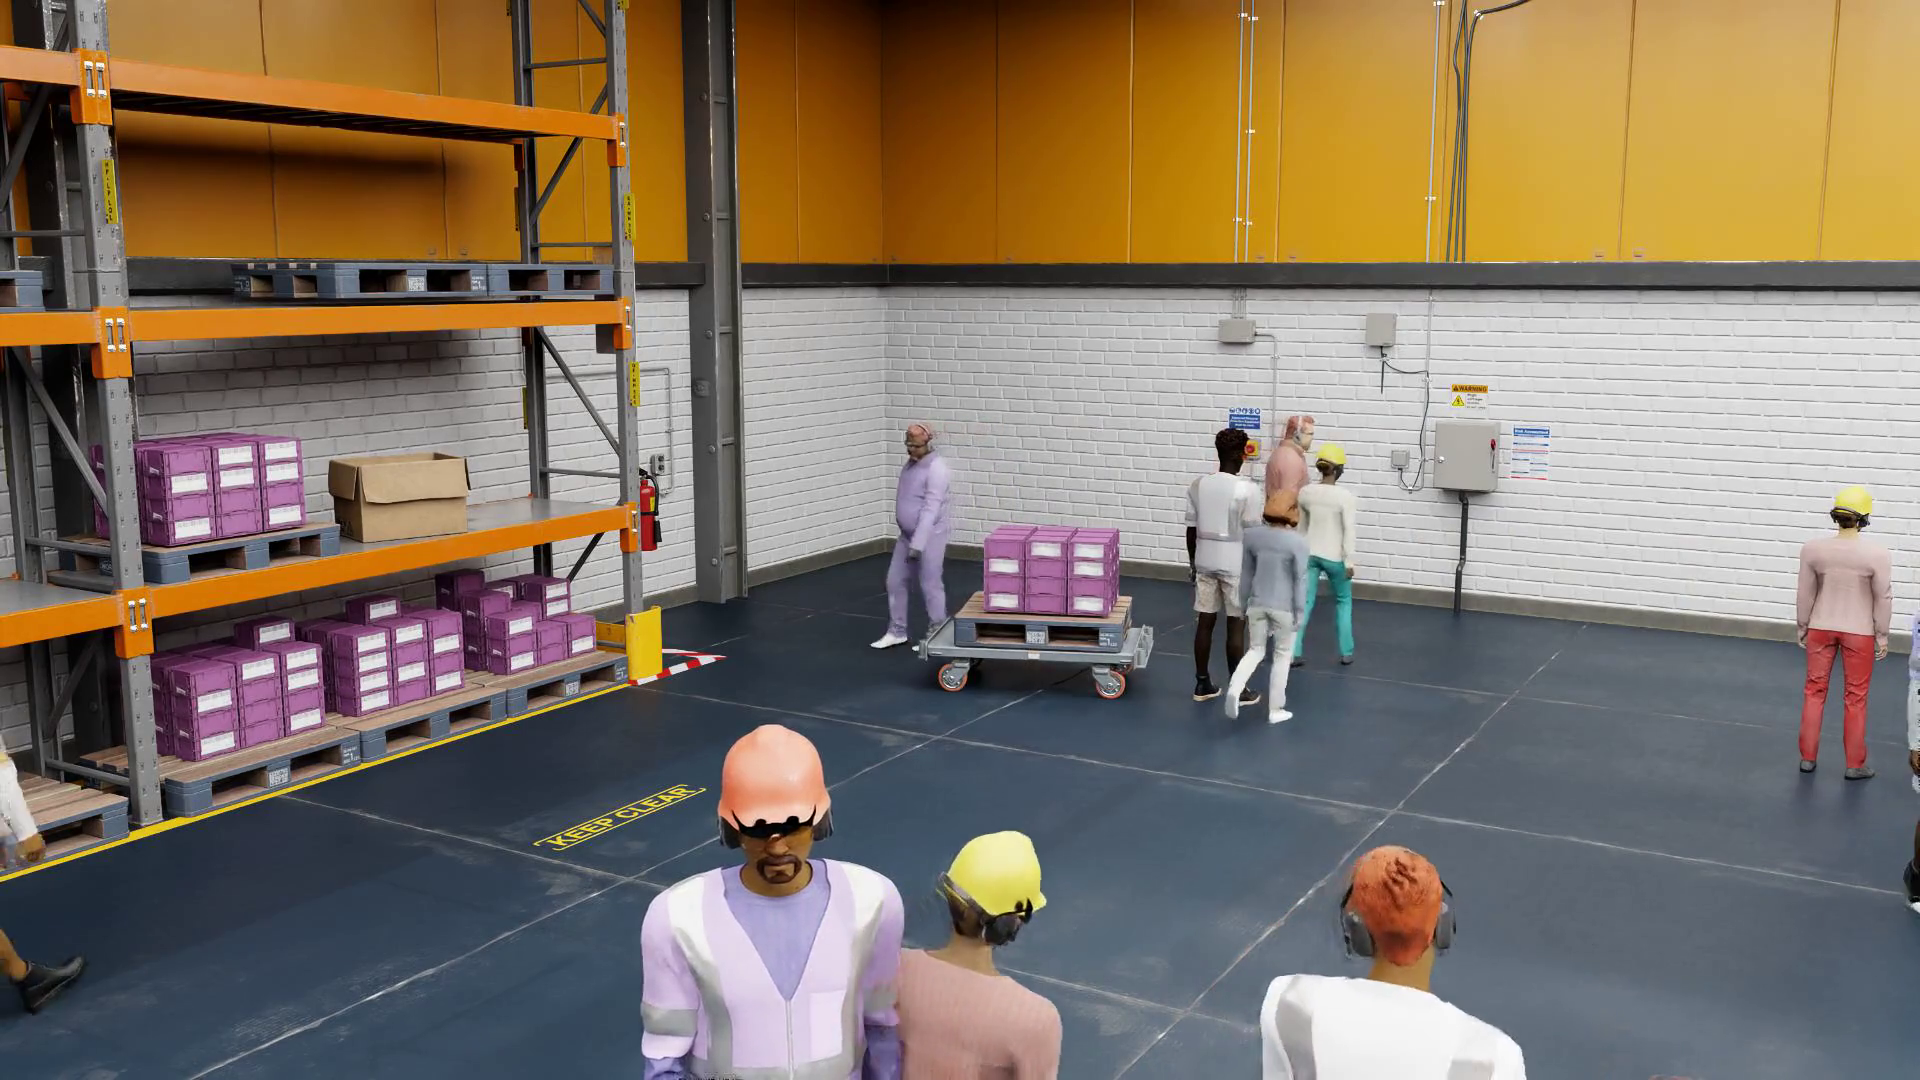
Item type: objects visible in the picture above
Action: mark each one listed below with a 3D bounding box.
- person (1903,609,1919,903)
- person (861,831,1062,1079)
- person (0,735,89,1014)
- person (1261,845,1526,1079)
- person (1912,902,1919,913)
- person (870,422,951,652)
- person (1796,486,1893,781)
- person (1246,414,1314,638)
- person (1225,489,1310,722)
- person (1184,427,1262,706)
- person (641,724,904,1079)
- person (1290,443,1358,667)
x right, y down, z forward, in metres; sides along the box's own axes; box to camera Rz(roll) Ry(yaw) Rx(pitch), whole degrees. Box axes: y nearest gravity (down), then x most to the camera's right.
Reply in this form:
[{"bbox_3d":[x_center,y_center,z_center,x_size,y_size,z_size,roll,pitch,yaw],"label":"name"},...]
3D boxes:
[{"bbox_3d":[4.658,0.867,7.665,0.556,1.901,0.847,5,10,29],"label":"person"},{"bbox_3d":[-0.044,1.544,3.903,0.546,1.738,0.605,4,10,25],"label":"person"},{"bbox_3d":[-3.861,1.076,6.415,0.560,1.882,1.023,4,10,23],"label":"person"},{"bbox_3d":[0.873,1.563,3.511,0.558,1.852,0.912,4,10,23],"label":"person"},{"bbox_3d":[4.810,0.851,7.824,0.670,1.883,0.391,-4,10,-26],"label":"person"},{"bbox_3d":[-0.382,-0.002,13.184,0.721,1.868,0.674,-5,10,-27],"label":"person"},{"bbox_3d":[5.305,0.556,10.004,0.524,1.769,0.315,9,12,43],"label":"person"},{"bbox_3d":[2.668,-0.105,13.761,0.485,1.882,0.681,0,9,-2],"label":"person"},{"bbox_3d":[2.040,0.465,11.083,0.515,1.610,0.603,8,12,40],"label":"person"},{"bbox_3d":[1.863,0.184,11.704,0.609,1.964,0.367,8,12,43],"label":"person"},{"bbox_3d":[-0.407,1.410,3.811,0.611,2.042,0.394,-3,10,-17],"label":"person"},{"bbox_3d":[2.814,0.127,12.801,0.538,1.749,0.653,8,12,41],"label":"person"}]
